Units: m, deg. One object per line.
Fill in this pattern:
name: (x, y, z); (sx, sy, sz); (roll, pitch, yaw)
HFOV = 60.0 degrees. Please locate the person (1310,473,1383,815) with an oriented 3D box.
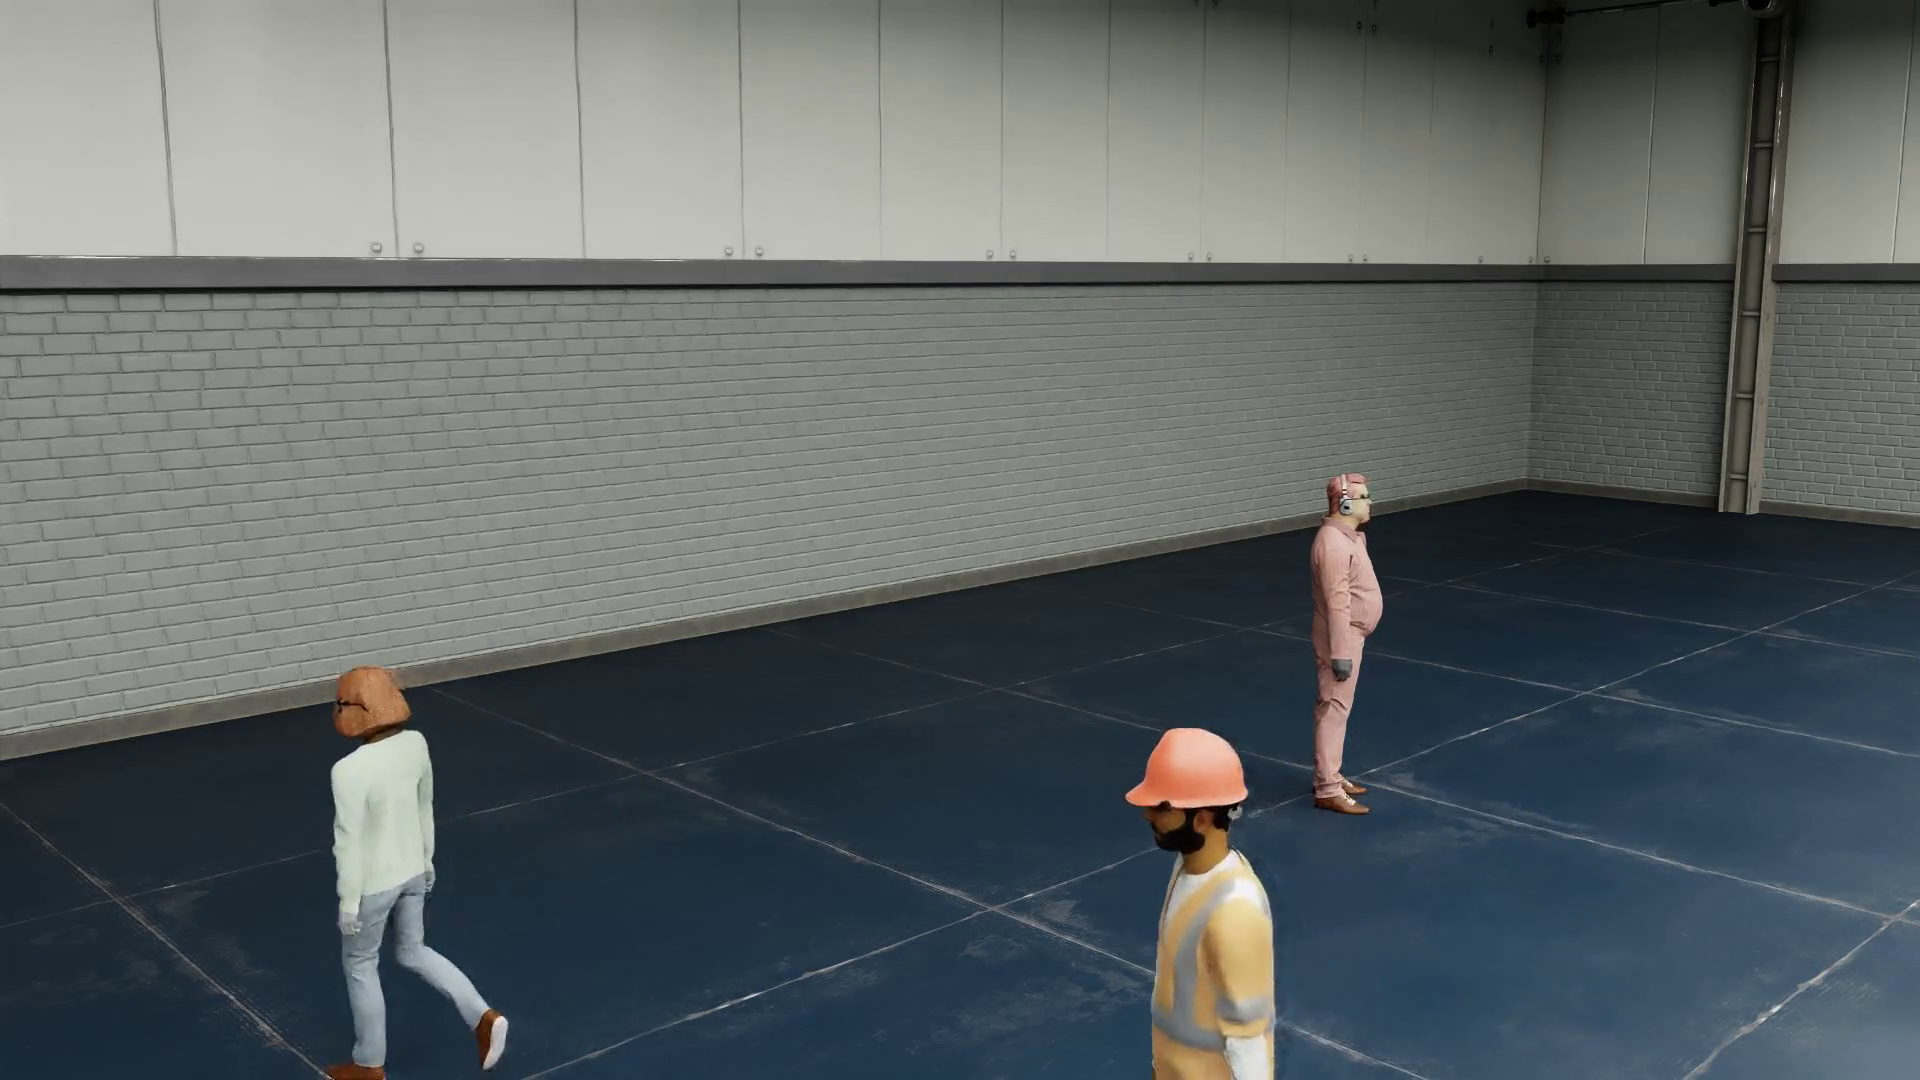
person: (2.176, 0.574, 9.413); (0.407, 1.913, 0.641); (2, 9, 12)

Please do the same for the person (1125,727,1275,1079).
person: (0.691, 1.403, 4.346); (0.992, 1.895, 0.563); (0, 9, -1)

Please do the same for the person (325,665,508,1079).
person: (-2.054, 1.254, 6.118); (0.646, 1.612, 0.506); (3, 10, 18)
